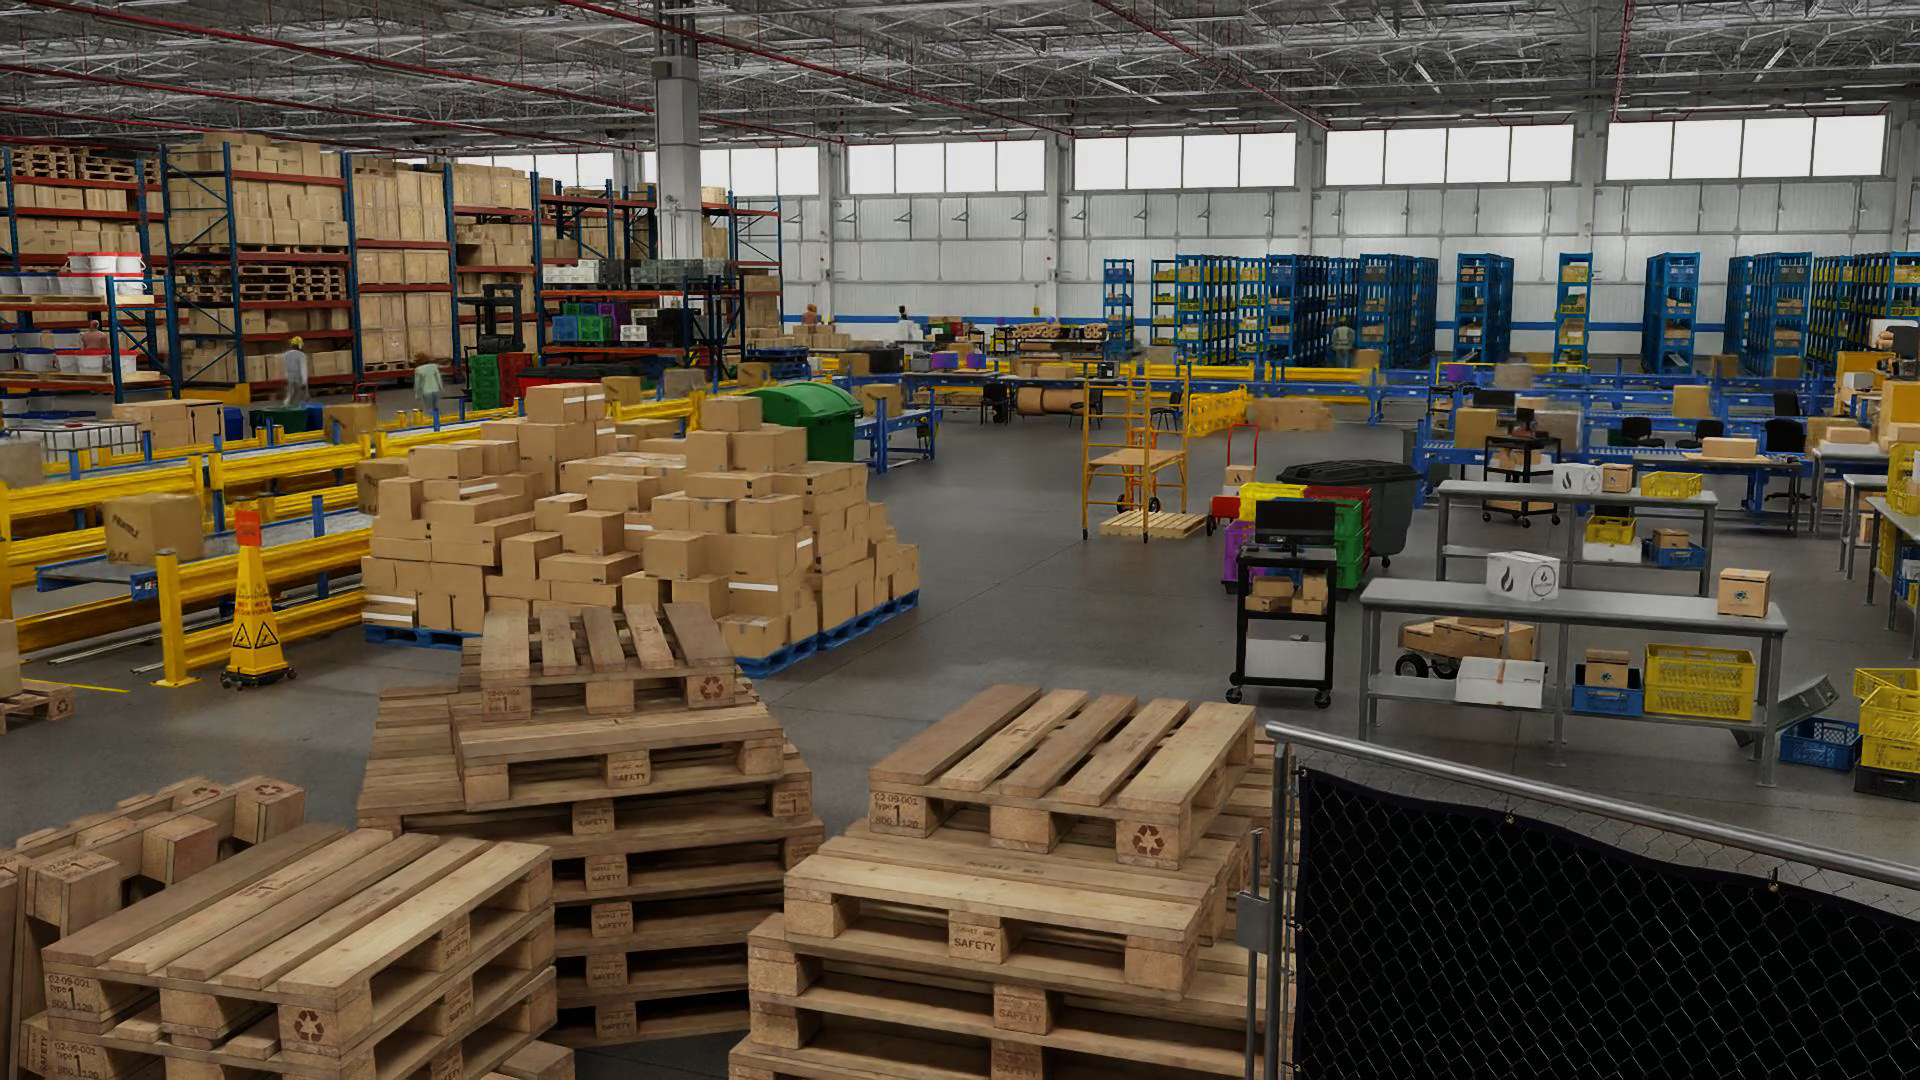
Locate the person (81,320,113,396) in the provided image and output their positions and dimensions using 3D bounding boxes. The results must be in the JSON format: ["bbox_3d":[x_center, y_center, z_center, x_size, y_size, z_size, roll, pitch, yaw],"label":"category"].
[{"bbox_3d":[-21.778,-4.596,41.996,0.655,1.906,0.407,0,9,-1],"label":"person"}]

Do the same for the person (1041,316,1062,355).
[{"bbox_3d":[2.507,-5.238,46.039,0.627,1.910,0.971,-1,9,-8],"label":"person"}]

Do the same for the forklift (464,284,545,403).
[{"bbox_3d":[-10.832,-4.702,39.610,1.129,2.768,1.873,3,10,20],"label":"forklift"}]

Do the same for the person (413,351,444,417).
[{"bbox_3d":[-10.093,-2.789,31.582,0.365,1.595,0.573,6,11,33],"label":"person"}]

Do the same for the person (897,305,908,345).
[{"bbox_3d":[-2.294,-8.479,66.643,0.437,1.830,0.631,-1,9,-6],"label":"person"}]

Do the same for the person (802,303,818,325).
[{"bbox_3d":[-5.701,-8.027,63.327,0.633,1.972,0.613,-2,9,-13],"label":"person"}]

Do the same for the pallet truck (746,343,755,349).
[{"bbox_3d":[-6.183,-4.618,44.264,1.601,1.201,0.680,-9,12,-43],"label":"pallet truck"}]

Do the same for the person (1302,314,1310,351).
[{"bbox_3d":[12.369,-7.343,59.447,0.395,1.841,0.564,2,9,12],"label":"person"}]

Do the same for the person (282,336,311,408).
[{"bbox_3d":[-13.657,-3.289,34.167,0.601,1.799,0.912,3,10,19],"label":"person"}]

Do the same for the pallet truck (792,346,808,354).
[{"bbox_3d":[-3.705,-4.298,42.022,0.653,1.274,1.630,3,10,20],"label":"pallet truck"}]

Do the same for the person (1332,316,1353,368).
[{"bbox_3d":[11.360,-5.738,49.443,0.609,1.814,0.424,1,9,7],"label":"person"}]

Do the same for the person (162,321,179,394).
[{"bbox_3d":[-20.150,-4.674,42.563,0.641,1.888,0.482,8,12,41],"label":"person"}]
